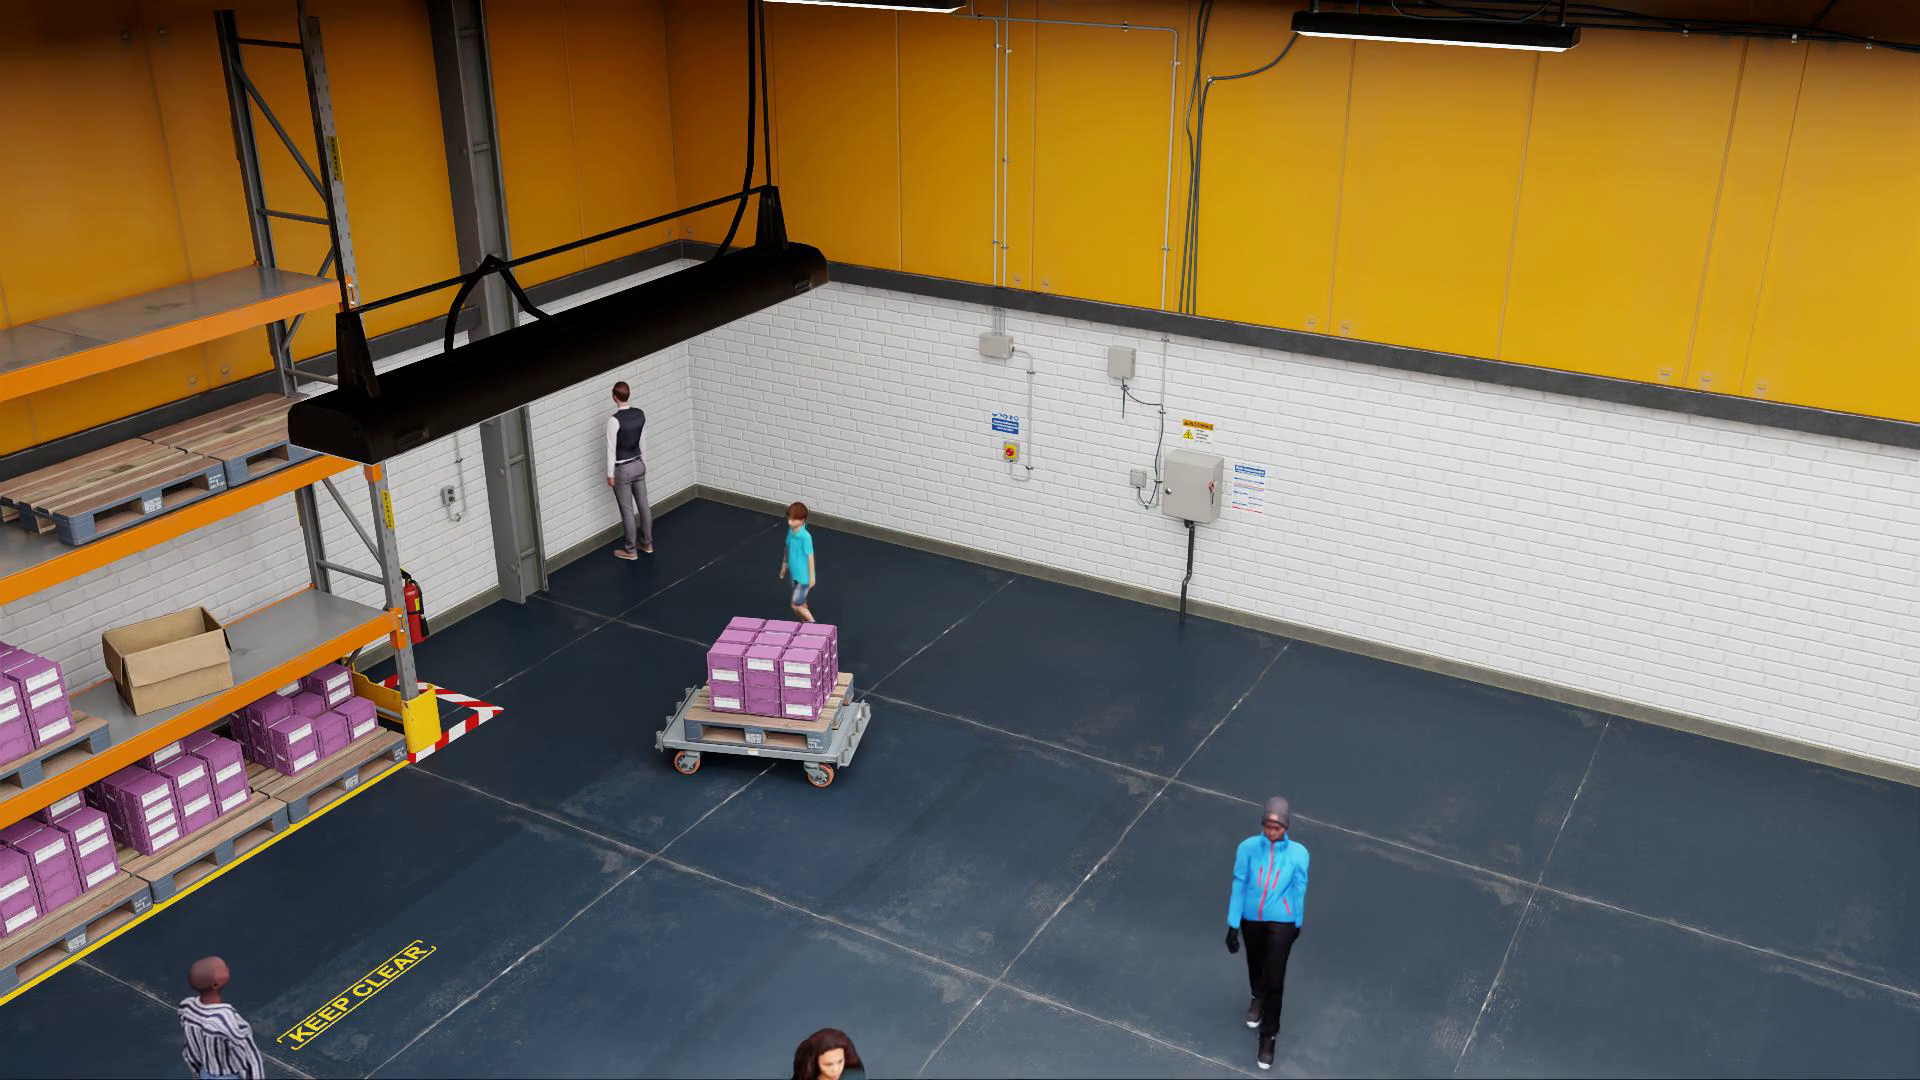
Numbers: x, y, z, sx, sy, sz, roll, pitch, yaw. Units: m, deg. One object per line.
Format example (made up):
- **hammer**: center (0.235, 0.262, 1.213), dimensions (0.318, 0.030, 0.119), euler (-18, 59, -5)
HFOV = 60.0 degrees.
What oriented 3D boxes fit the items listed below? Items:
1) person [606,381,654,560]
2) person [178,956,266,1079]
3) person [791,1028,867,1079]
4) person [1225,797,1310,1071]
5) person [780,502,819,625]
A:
- **person**: center (-3.507, -0.752, 17.620), dimensions (0.737, 1.936, 0.526), euler (16, 28, 33)
- **person**: center (-3.993, 3.043, 9.113), dimensions (0.628, 1.795, 0.549), euler (10, 26, 22)
- **person**: center (-0.713, 3.246, 8.930), dimensions (1.098, 1.569, 1.031), euler (-12, 26, -25)
- **person**: center (1.986, 2.380, 10.662), dimensions (0.685, 1.769, 0.975), euler (10, 25, 22)
- **person**: center (-1.447, 0.291, 15.858), dimensions (0.674, 1.436, 0.638), euler (-12, 26, -26)
